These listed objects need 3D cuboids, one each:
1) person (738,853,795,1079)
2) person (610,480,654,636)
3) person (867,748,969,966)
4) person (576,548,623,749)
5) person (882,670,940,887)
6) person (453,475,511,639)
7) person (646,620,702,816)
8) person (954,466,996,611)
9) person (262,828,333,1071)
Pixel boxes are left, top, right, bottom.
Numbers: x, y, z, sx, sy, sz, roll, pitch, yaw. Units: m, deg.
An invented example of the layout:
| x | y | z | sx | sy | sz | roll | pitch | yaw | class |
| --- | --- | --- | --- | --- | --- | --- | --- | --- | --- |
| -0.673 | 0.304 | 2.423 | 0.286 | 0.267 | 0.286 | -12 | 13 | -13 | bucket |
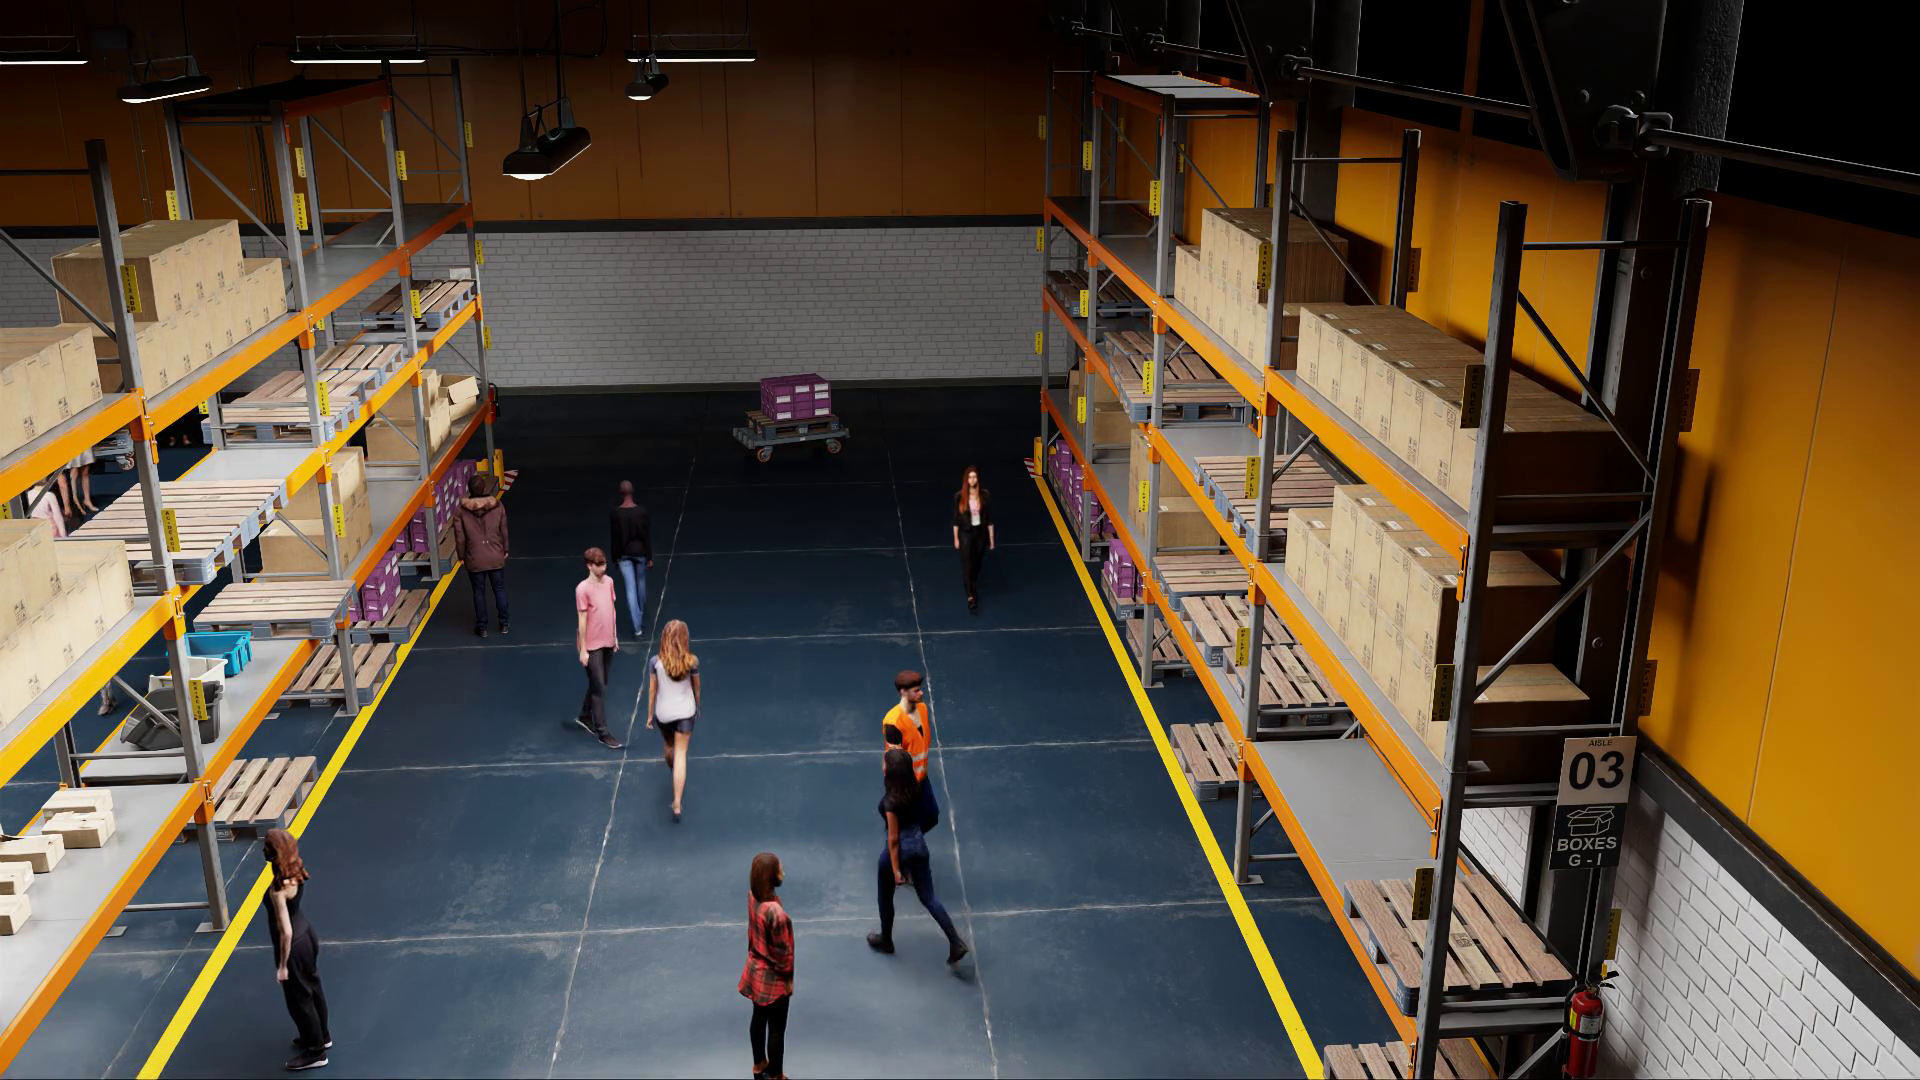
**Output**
| x | y | z | sx | sy | sz | roll | pitch | yaw | class |
| --- | --- | --- | --- | --- | --- | --- | --- | --- | --- |
| -1.244 | 2.826 | 10.884 | 0.757 | 1.699 | 0.646 | -12 | 22 | -32 | person |
| -3.665 | 0.232 | 18.582 | 0.749 | 1.701 | 1.200 | -5 | 19 | -14 | person |
| -0.328 | 2.364 | 12.242 | 1.127 | 1.708 | 1.056 | 16 | 24 | 38 | person |
| -3.529 | 0.975 | 15.943 | 0.990 | 1.977 | 0.986 | 9 | 21 | 25 | person |
| -0.493 | 1.898 | 13.370 | 0.894 | 1.871 | 0.821 | 11 | 22 | 30 | person |
| -5.300 | 0.172 | 18.530 | 0.844 | 1.848 | 0.811 | -9 | 20 | -24 | person |
| -2.504 | 1.598 | 14.585 | 0.629 | 1.663 | 1.086 | -2 | 19 | -7 | person |
| 0.157 | -0.057 | 19.493 | 0.662 | 1.668 | 1.120 | -3 | 19 | -9 | person |
| -4.446 | 2.717 | 11.133 | 0.664 | 1.746 | 0.458 | -3 | 19 | -8 | person |
